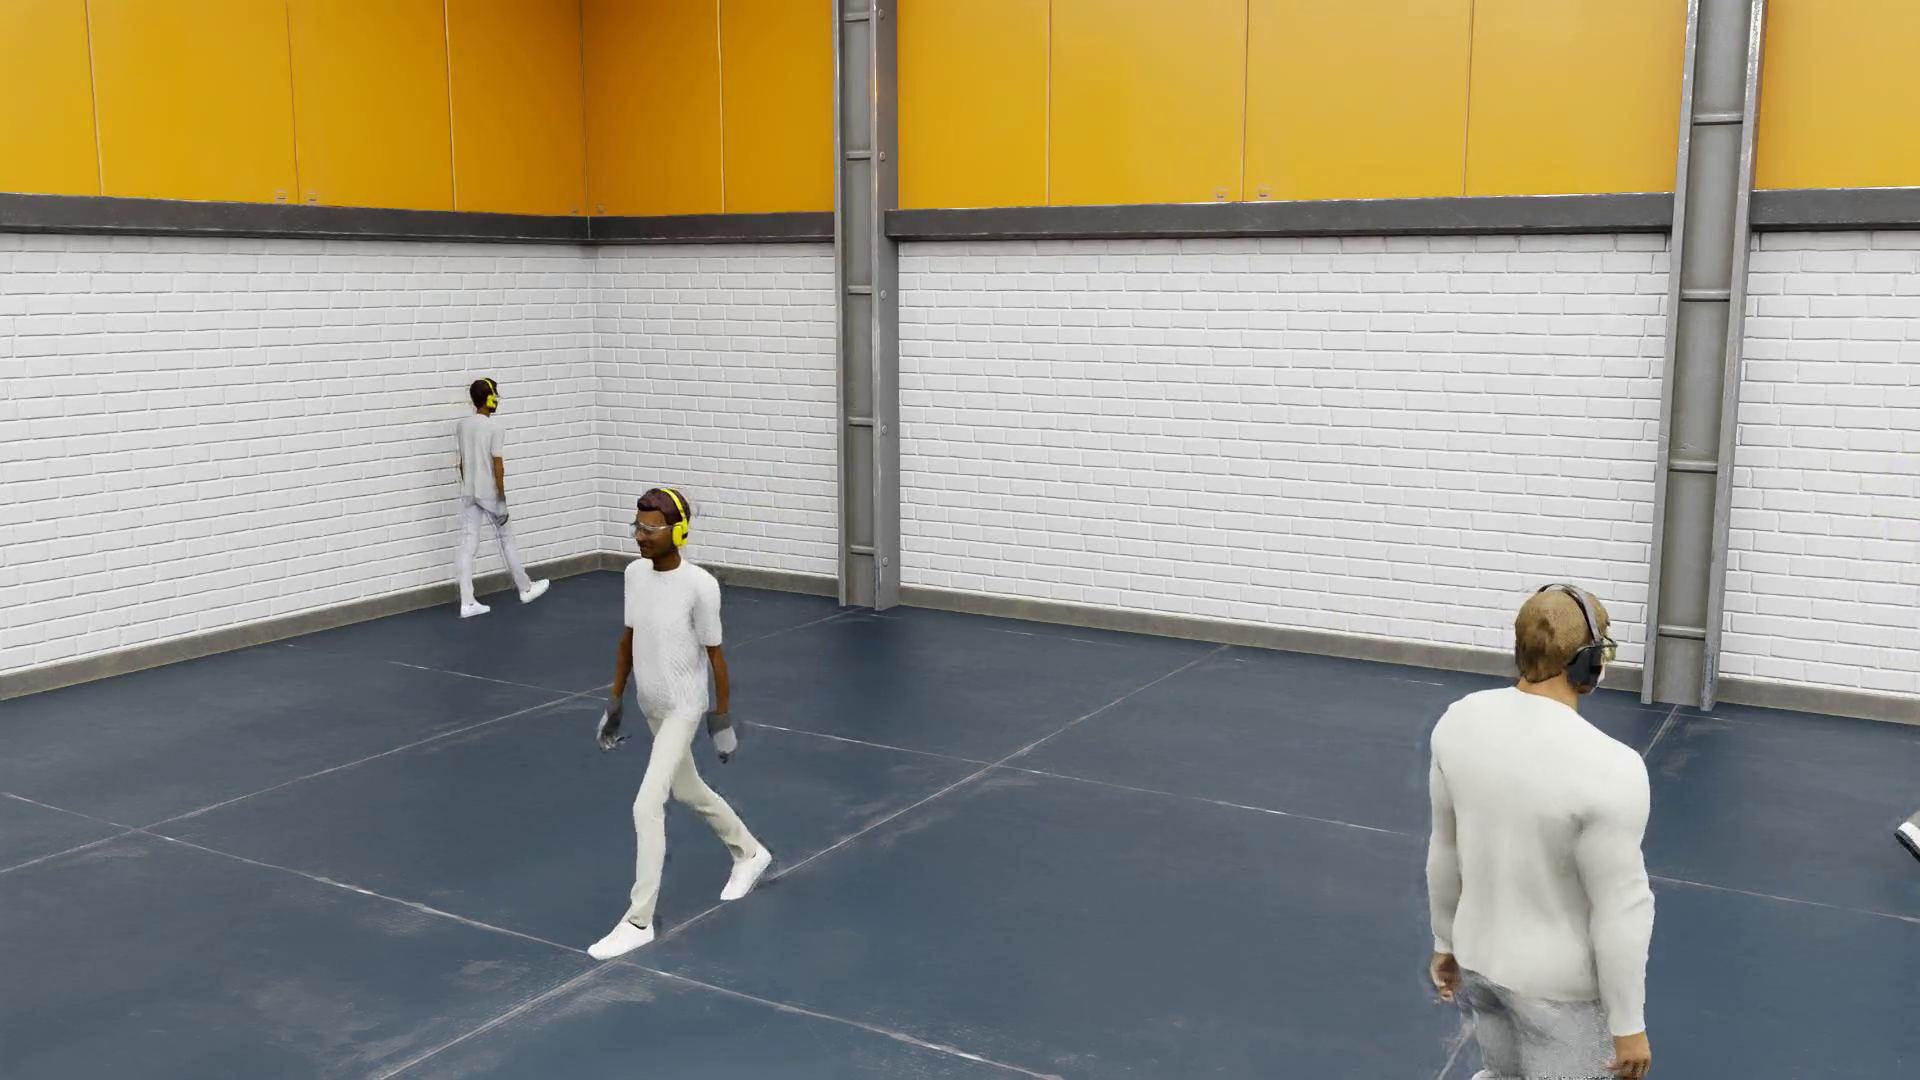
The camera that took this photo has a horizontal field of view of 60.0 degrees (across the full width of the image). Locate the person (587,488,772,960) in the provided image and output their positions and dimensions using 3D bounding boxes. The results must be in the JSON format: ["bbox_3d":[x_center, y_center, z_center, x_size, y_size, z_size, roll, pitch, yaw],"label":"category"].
[{"bbox_3d":[-1.121,0.672,6.714,0.528,1.829,0.972,9,13,44],"label":"person"}]

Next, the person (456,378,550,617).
[{"bbox_3d":[-3.646,-0.351,13.055,0.554,1.830,0.913,5,10,26],"label":"person"}]

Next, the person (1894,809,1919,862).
[{"bbox_3d":[4.596,0.570,7.135,0.936,1.890,0.601,1,9,9],"label":"person"}]

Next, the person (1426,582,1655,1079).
[{"bbox_3d":[1.355,1.050,4.031,0.569,1.922,0.635,-4,10,-23],"label":"person"}]
